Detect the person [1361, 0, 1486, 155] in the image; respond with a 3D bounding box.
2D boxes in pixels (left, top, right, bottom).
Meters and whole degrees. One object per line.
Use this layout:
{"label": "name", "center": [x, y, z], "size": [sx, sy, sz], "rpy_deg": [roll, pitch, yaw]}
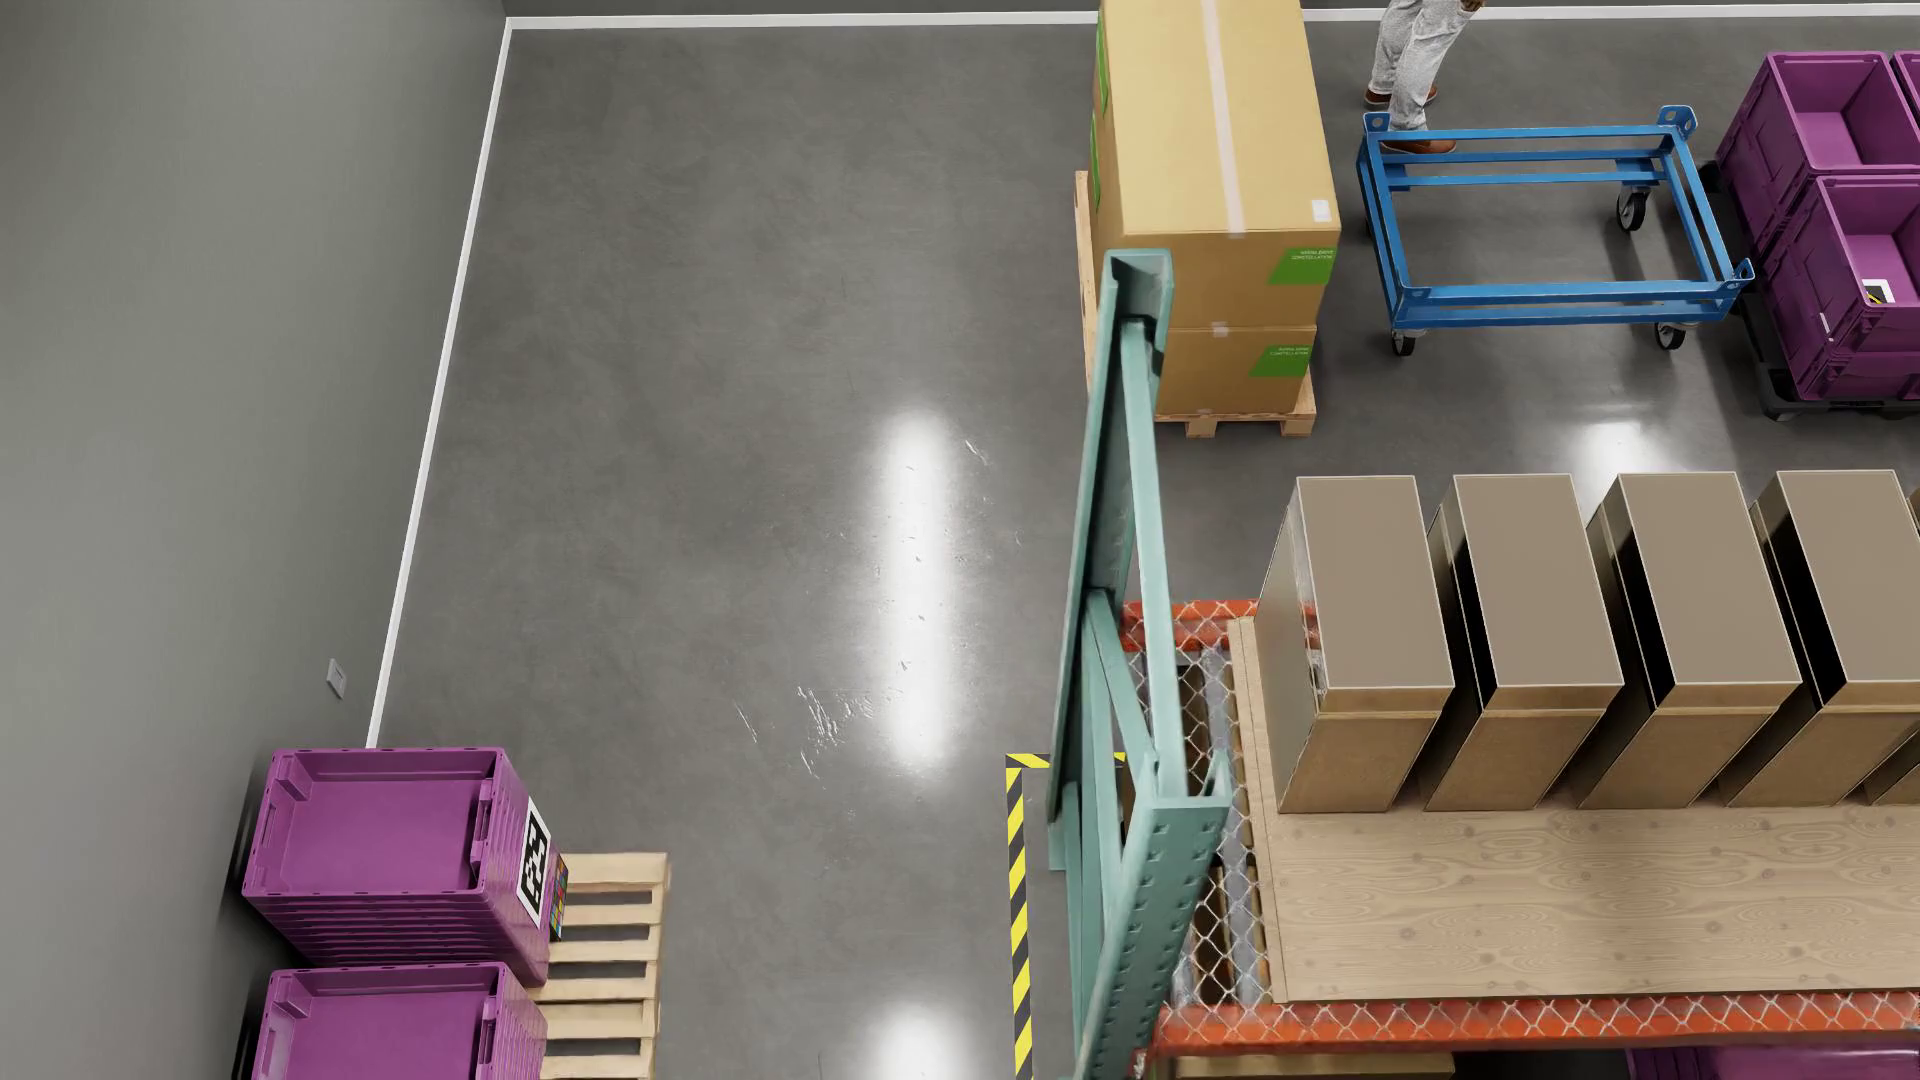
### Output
{"label": "person", "center": [1.833, -2.242, 6.077], "size": [0.352, 1.937, 0.635], "rpy_deg": [-3, 58, -2]}
